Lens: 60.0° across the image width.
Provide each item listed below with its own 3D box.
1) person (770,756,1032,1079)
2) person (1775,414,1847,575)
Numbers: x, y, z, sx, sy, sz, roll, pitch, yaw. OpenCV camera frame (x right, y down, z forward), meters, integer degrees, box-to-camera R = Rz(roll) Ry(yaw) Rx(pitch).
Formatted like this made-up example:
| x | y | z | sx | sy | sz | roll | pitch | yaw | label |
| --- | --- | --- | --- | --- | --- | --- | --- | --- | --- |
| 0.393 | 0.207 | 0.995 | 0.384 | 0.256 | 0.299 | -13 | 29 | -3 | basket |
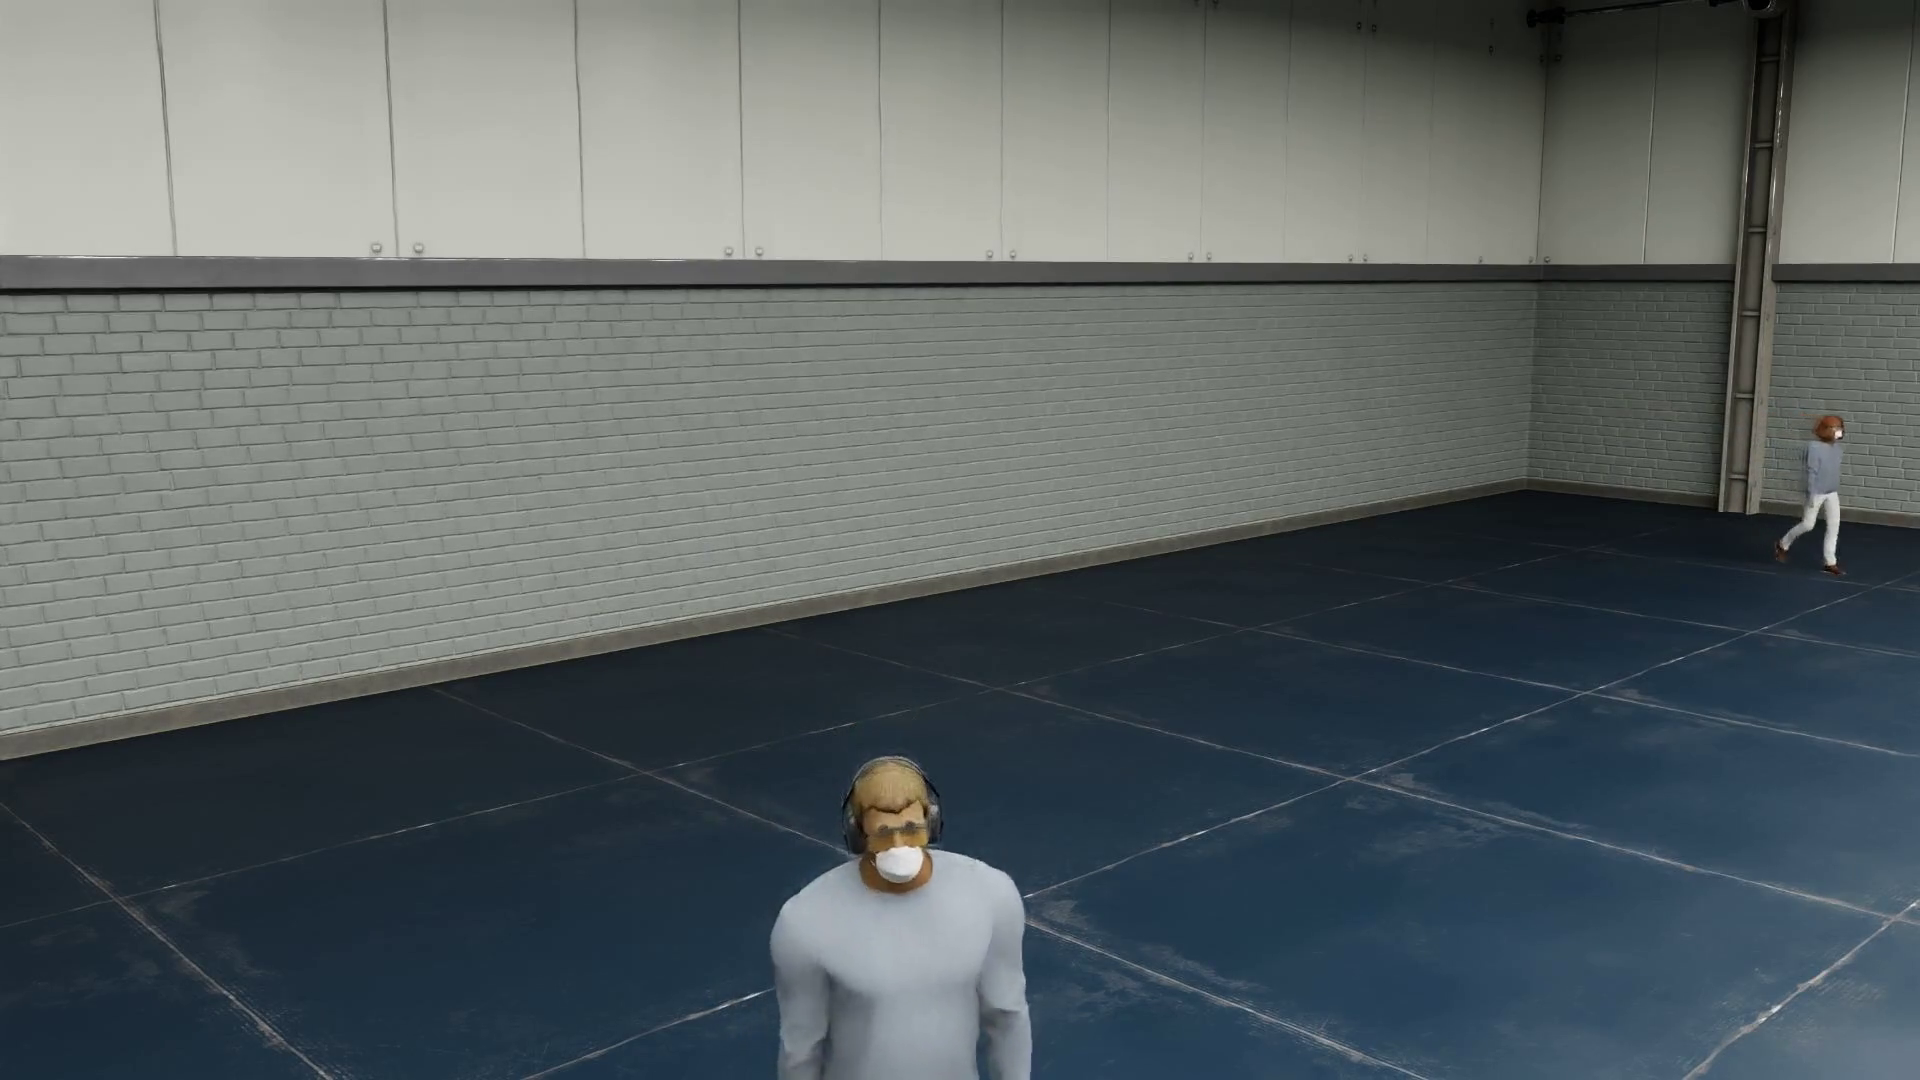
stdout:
| x | y | z | sx | sy | sz | roll | pitch | yaw | label |
| --- | --- | --- | --- | --- | --- | --- | --- | --- | --- |
| -0.161 | 1.424 | 4.165 | 0.629 | 1.906 | 0.866 | -3 | 10 | -17 | person |
| 8.684 | -0.482 | 16.867 | 0.497 | 1.613 | 0.691 | -3 | 10 | -19 | person |
